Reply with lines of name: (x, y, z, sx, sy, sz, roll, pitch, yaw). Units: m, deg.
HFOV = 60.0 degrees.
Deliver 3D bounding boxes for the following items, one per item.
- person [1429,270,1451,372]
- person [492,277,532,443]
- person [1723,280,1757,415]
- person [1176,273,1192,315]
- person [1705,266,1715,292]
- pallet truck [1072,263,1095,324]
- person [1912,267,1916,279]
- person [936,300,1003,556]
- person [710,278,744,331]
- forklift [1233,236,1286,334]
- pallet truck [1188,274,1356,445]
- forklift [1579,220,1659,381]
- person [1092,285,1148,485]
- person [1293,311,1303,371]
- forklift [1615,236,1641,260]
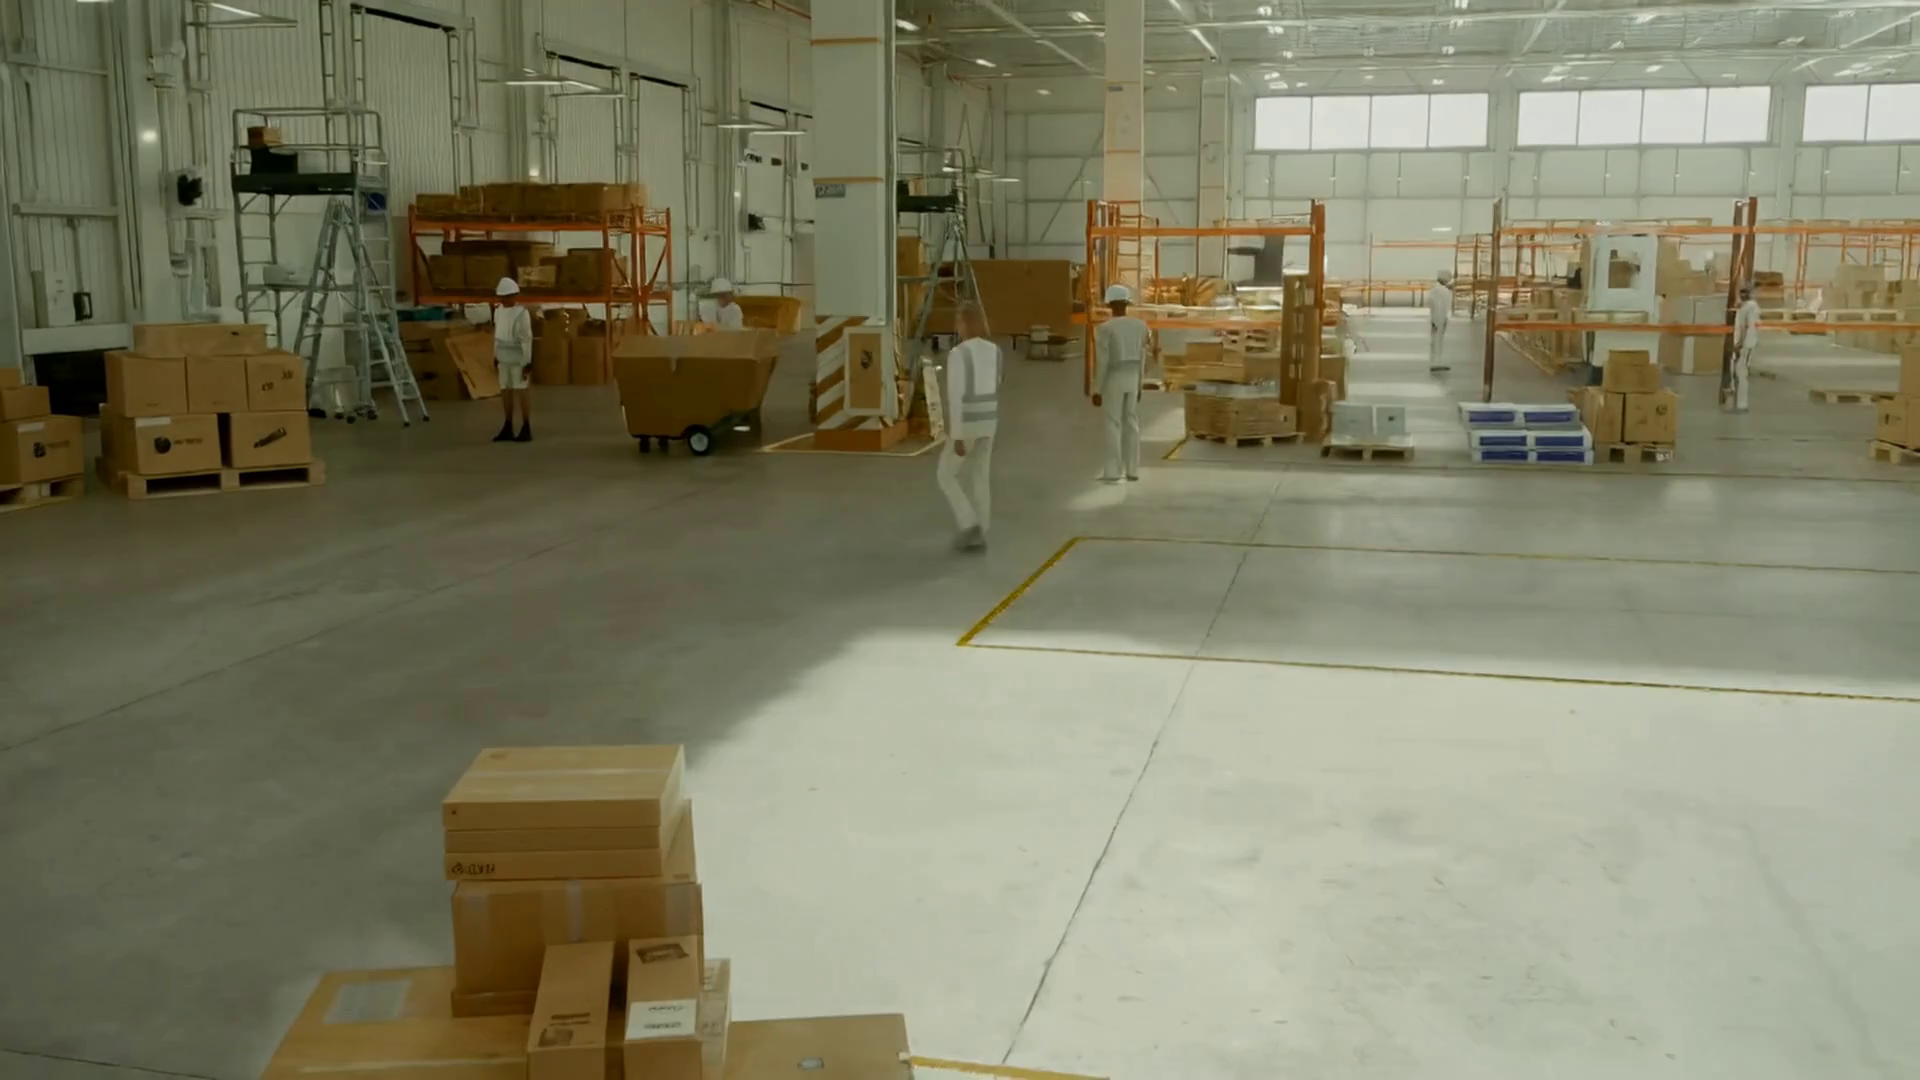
person: (9.222, -4.196, 31.881, 0.373, 1.940, 0.629, 6, 11, 32)
person: (-5.292, -2.112, 19.599, 0.545, 1.942, 0.349, 5, 11, 27)
person: (10.823, -2.656, 23.023, 0.314, 1.867, 0.537, 7, 12, 37)
person: (7.571, -8.205, 56.277, 0.532, 1.665, 0.793, 1, 10, 5)
person: (22.830, -7.401, 50.804, 0.362, 1.929, 0.629, 5, 11, 28)
pallet truck: (4.325, -8.180, 55.162, 0.823, 1.965, 1.885, 6, 11, 31)
person: (28.540, -7.179, 49.614, 0.564, 1.912, 0.845, 0, 10, 1)
person: (0.070, -0.802, 12.102, 0.581, 1.868, 0.412, -9, 13, -43)
person: (-3.084, -2.441, 21.648, 0.611, 1.894, 0.798, 9, 13, 43)
forklift: (8.691, -7.087, 46.132, 1.873, 2.768, 1.129, 5, 11, 27)
pallet truck: (3.653, -2.138, 19.590, 1.885, 1.965, 0.823, -4, 10, -20)
forklift: (11.661, -4.220, 29.251, 1.129, 2.768, 1.873, 2, 10, 14)
person: (1.525, -1.489, 16.004, 0.585, 1.917, 0.382, -6, 11, -32)
person: (6.612, -4.099, 31.913, 0.333, 1.733, 0.500, 6, 12, 33)
forklift: (20.459, -7.936, 51.133, 1.129, 2.768, 1.873, -7, 12, -34)
